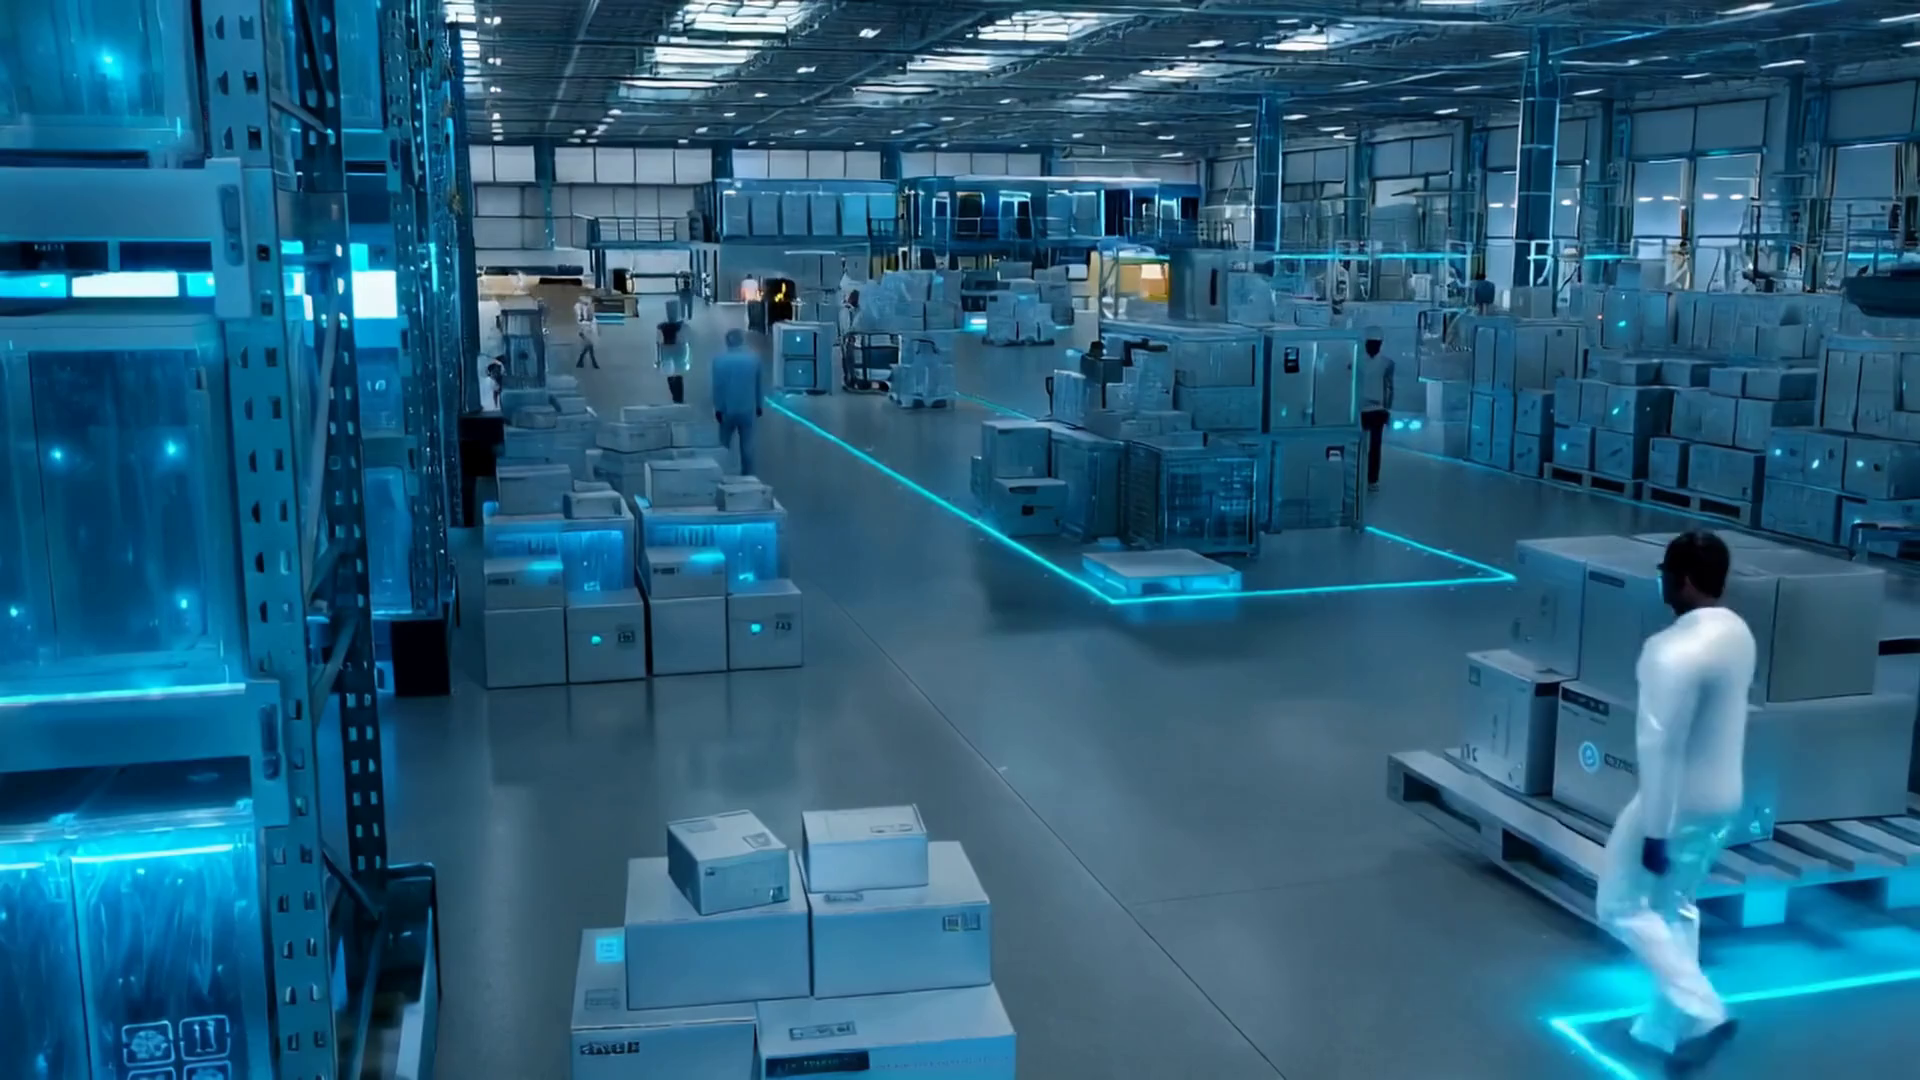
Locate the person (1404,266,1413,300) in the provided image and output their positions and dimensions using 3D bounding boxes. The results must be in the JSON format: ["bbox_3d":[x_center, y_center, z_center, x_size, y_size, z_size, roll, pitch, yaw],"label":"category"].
[{"bbox_3d":[21.010,-11.730,77.249,0.842,1.945,0.701,10,14,44],"label":"person"}]

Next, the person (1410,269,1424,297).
[{"bbox_3d":[19.658,-10.679,71.489,0.616,1.870,0.995,2,10,10],"label":"person"}]

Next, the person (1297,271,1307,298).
[{"bbox_3d":[17.333,-12.785,84.019,0.552,1.653,0.850,-6,12,-32],"label":"person"}]

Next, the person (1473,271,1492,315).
[{"bbox_3d":[18.797,-8.681,59.913,0.637,1.962,0.534,1,10,5],"label":"person"}]

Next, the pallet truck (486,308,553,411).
[{"bbox_3d":[-6.242,-2.418,24.362,0.823,1.965,1.885,1,10,3],"label":"pallet truck"}]

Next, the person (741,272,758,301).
[{"bbox_3d":[-7.710,-8.894,61.246,0.660,1.921,0.545,2,10,10],"label":"person"}]

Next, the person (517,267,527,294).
[{"bbox_3d":[-22.194,-12.873,83.990,0.841,1.859,0.581,-9,14,-43],"label":"person"}]

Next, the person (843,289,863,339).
[{"bbox_3d":[-2.378,-4.679,37.440,0.513,1.902,0.590,3,10,16],"label":"person"}]

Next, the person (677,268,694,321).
[{"bbox_3d":[-10.634,-9.508,64.390,0.684,2.000,0.538,-3,10,-16],"label":"person"}]

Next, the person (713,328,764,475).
[{"bbox_3d":[-2.700,-1.624,20.209,0.641,1.885,0.668,-3,11,-18],"label":"person"}]

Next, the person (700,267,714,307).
[{"bbox_3d":[-12.007,-11.982,78.853,0.563,1.891,0.989,-5,11,-26],"label":"person"}]

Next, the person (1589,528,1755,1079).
[{"bbox_3d":[2.489,0.913,5.730,0.646,1.909,0.475,-10,14,-43],"label":"person"}]

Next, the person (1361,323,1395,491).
[{"bbox_3d":[4.839,-1.602,19.823,0.626,1.968,0.772,1,10,5],"label":"person"}]

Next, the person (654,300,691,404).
[{"bbox_3d":[-4.922,-3.103,28.370,0.602,1.939,0.795,2,10,9],"label":"person"}]

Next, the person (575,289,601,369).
[{"bbox_3d":[-8.783,-4.945,39.000,0.607,1.892,0.807,-9,14,-42],"label":"person"}]

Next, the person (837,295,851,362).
[{"bbox_3d":[-2.803,-5.283,41.565,0.543,1.654,0.862,1,10,5],"label":"person"}]

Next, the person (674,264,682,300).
[{"bbox_3d":[-15.143,-13.929,89.752,0.384,1.922,0.593,7,12,33],"label":"person"}]

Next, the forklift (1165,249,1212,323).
[{"bbox_3d":[3.214,-2.746,23.725,1.873,2.768,1.129,-3,10,-15],"label":"forklift"}]

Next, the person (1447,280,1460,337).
[{"bbox_3d":[15.669,-7.339,52.743,0.529,1.837,0.973,-8,13,-38],"label":"person"}]

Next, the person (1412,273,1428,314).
[{"bbox_3d":[17.665,-9.317,63.874,0.622,1.845,0.429,5,11,25],"label":"person"}]

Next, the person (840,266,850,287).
[{"bbox_3d":[-5.031,-11.044,73.115,0.517,2.026,0.637,6,12,31],"label":"person"}]

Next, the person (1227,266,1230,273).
[{"bbox_3d":[15.888,-15.541,98.821,0.390,1.945,0.603,8,13,40],"label":"person"}]

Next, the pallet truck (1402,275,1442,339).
[{"bbox_3d":[14.620,-7.324,52.145,0.823,1.965,1.885,8,13,40],"label":"pallet truck"}]
